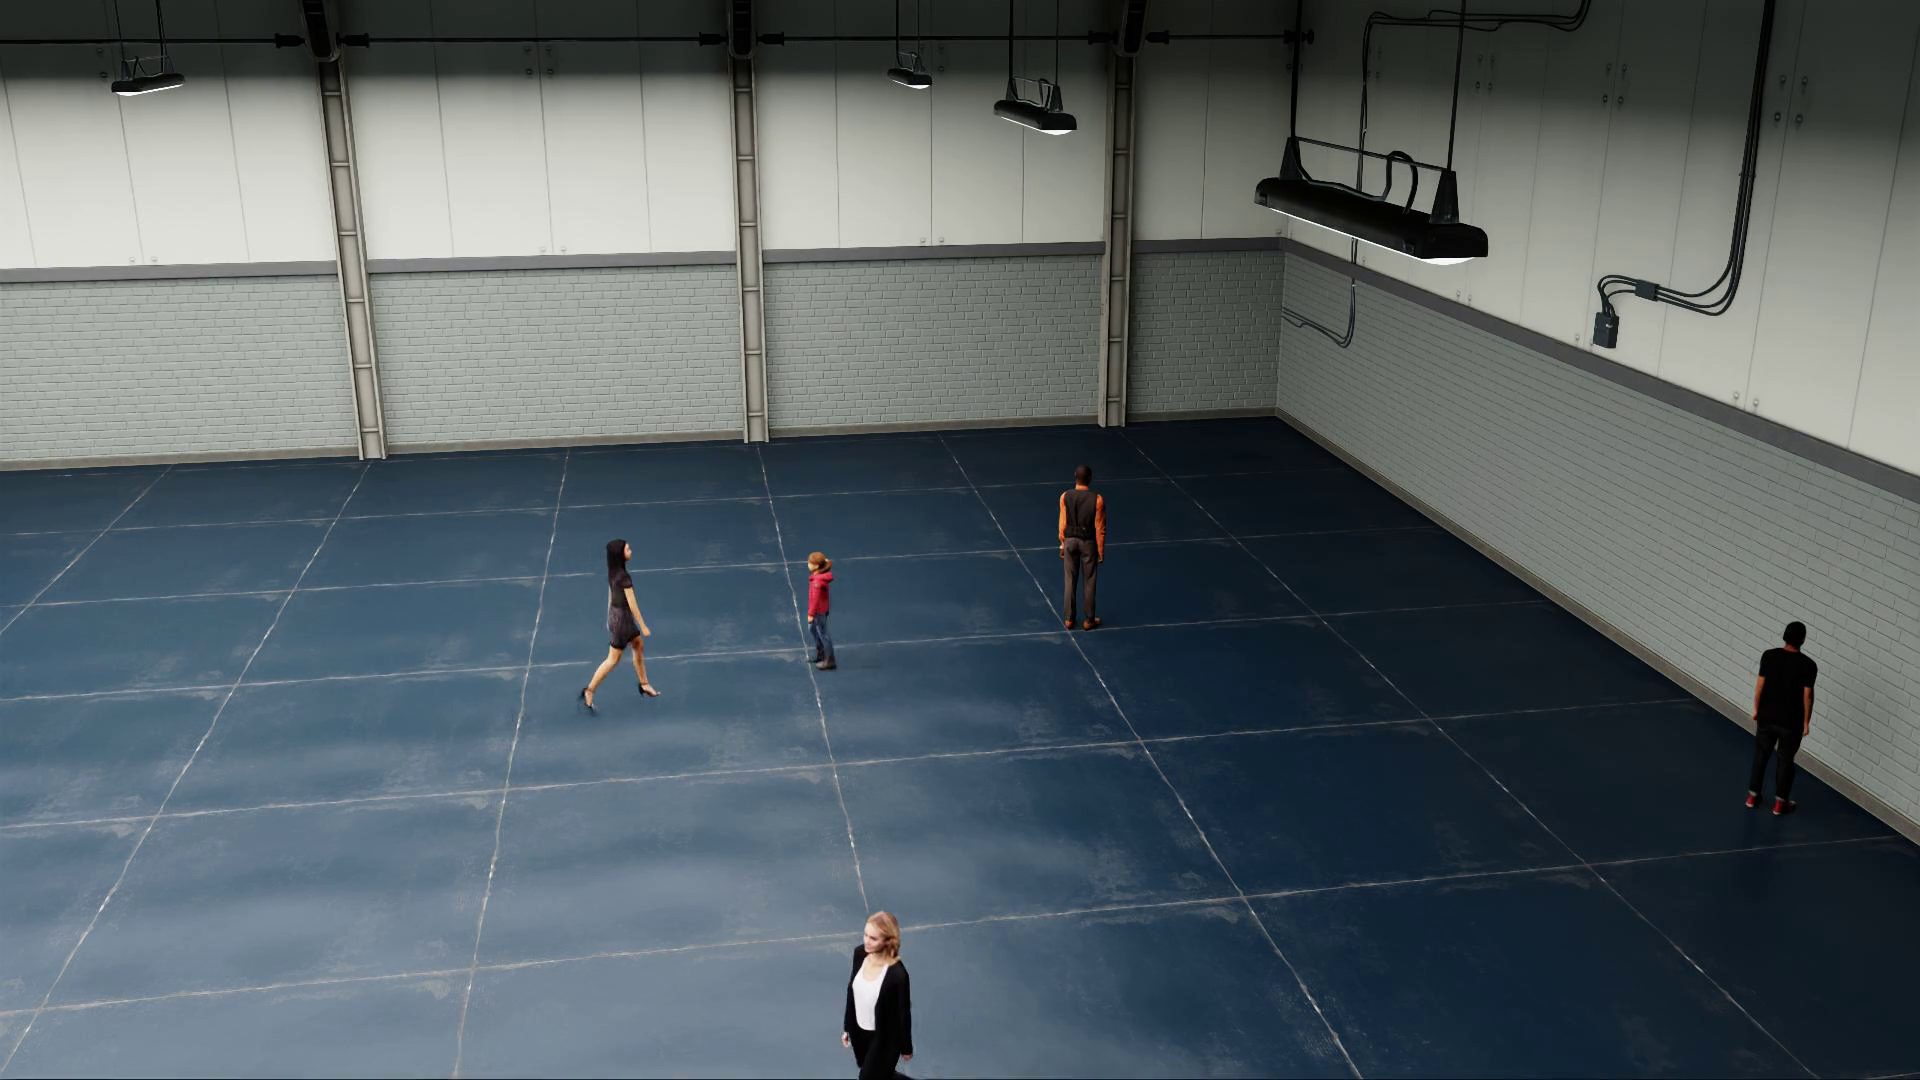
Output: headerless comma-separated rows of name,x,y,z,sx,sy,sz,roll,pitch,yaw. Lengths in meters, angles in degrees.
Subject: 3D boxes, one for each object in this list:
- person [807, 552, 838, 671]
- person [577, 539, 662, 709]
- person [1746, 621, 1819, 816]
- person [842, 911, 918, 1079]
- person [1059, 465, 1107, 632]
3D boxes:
person,-1.420,0.762,17.752,0.570,1.304,0.543,-1,18,-3
person,-3.472,0.885,16.648,1.162,1.754,0.784,-8,20,-24
person,7.214,1.547,14.610,0.711,1.757,0.736,17,24,41
person,-0.429,3.013,10.078,1.186,1.775,0.991,-16,24,-41
person,1.373,0.076,18.884,0.724,1.907,0.854,5,19,16
